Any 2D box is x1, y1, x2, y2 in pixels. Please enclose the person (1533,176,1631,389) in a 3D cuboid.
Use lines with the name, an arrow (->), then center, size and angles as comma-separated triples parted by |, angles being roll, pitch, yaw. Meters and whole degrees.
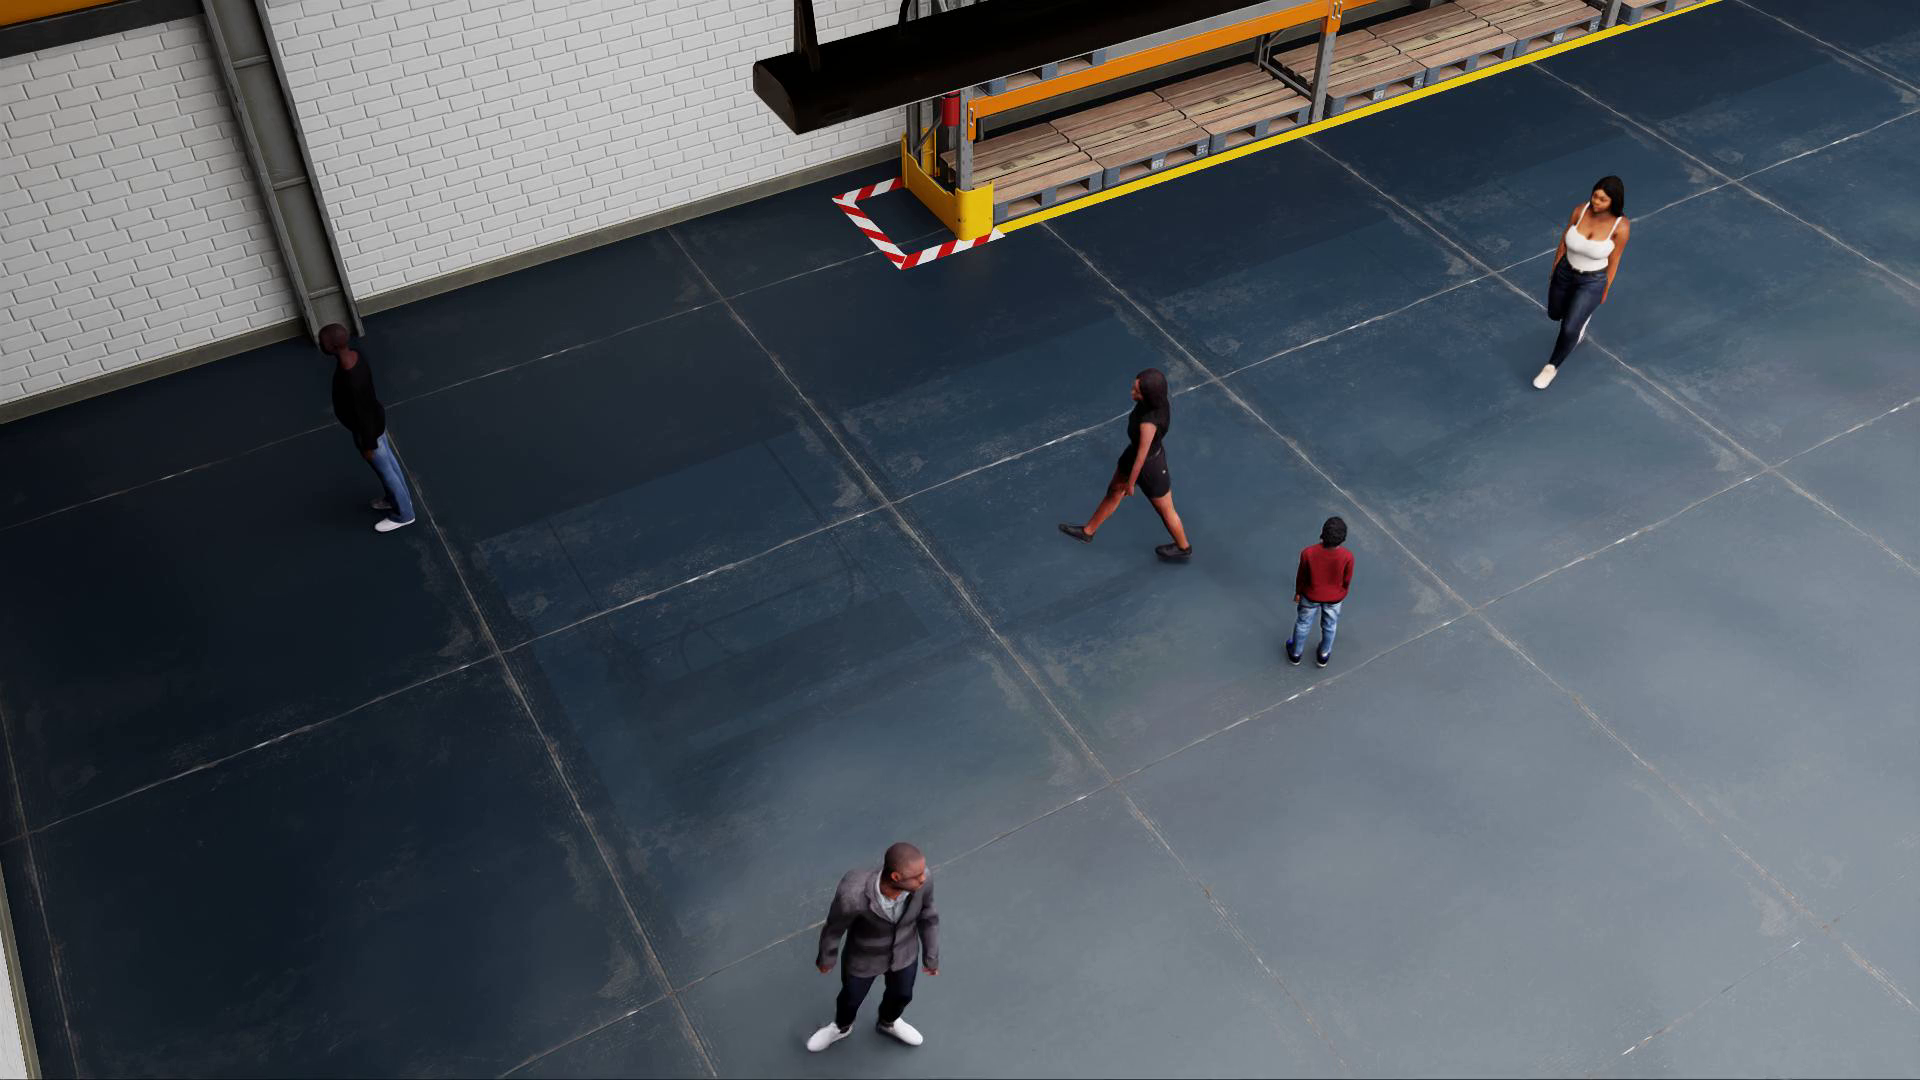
person -> 4.871, -2.054, 12.937 | 1.138, 1.784, 0.809 | -34, 53, -30

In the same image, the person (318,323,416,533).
person -> -4.138, -0.806, 11.653 | 0.616, 1.749, 0.646 | -10, 45, -11

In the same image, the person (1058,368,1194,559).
person -> 1.368, -0.457, 11.333 | 1.252, 1.684, 1.062 | 5, 44, 5

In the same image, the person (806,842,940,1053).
person -> -0.475, 2.104, 8.573 | 0.637, 1.784, 0.990 | -5, 44, -5

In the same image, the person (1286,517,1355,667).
person -> 2.359, 0.340, 10.808 | 0.568, 1.255, 0.636 | 7, 44, 7
